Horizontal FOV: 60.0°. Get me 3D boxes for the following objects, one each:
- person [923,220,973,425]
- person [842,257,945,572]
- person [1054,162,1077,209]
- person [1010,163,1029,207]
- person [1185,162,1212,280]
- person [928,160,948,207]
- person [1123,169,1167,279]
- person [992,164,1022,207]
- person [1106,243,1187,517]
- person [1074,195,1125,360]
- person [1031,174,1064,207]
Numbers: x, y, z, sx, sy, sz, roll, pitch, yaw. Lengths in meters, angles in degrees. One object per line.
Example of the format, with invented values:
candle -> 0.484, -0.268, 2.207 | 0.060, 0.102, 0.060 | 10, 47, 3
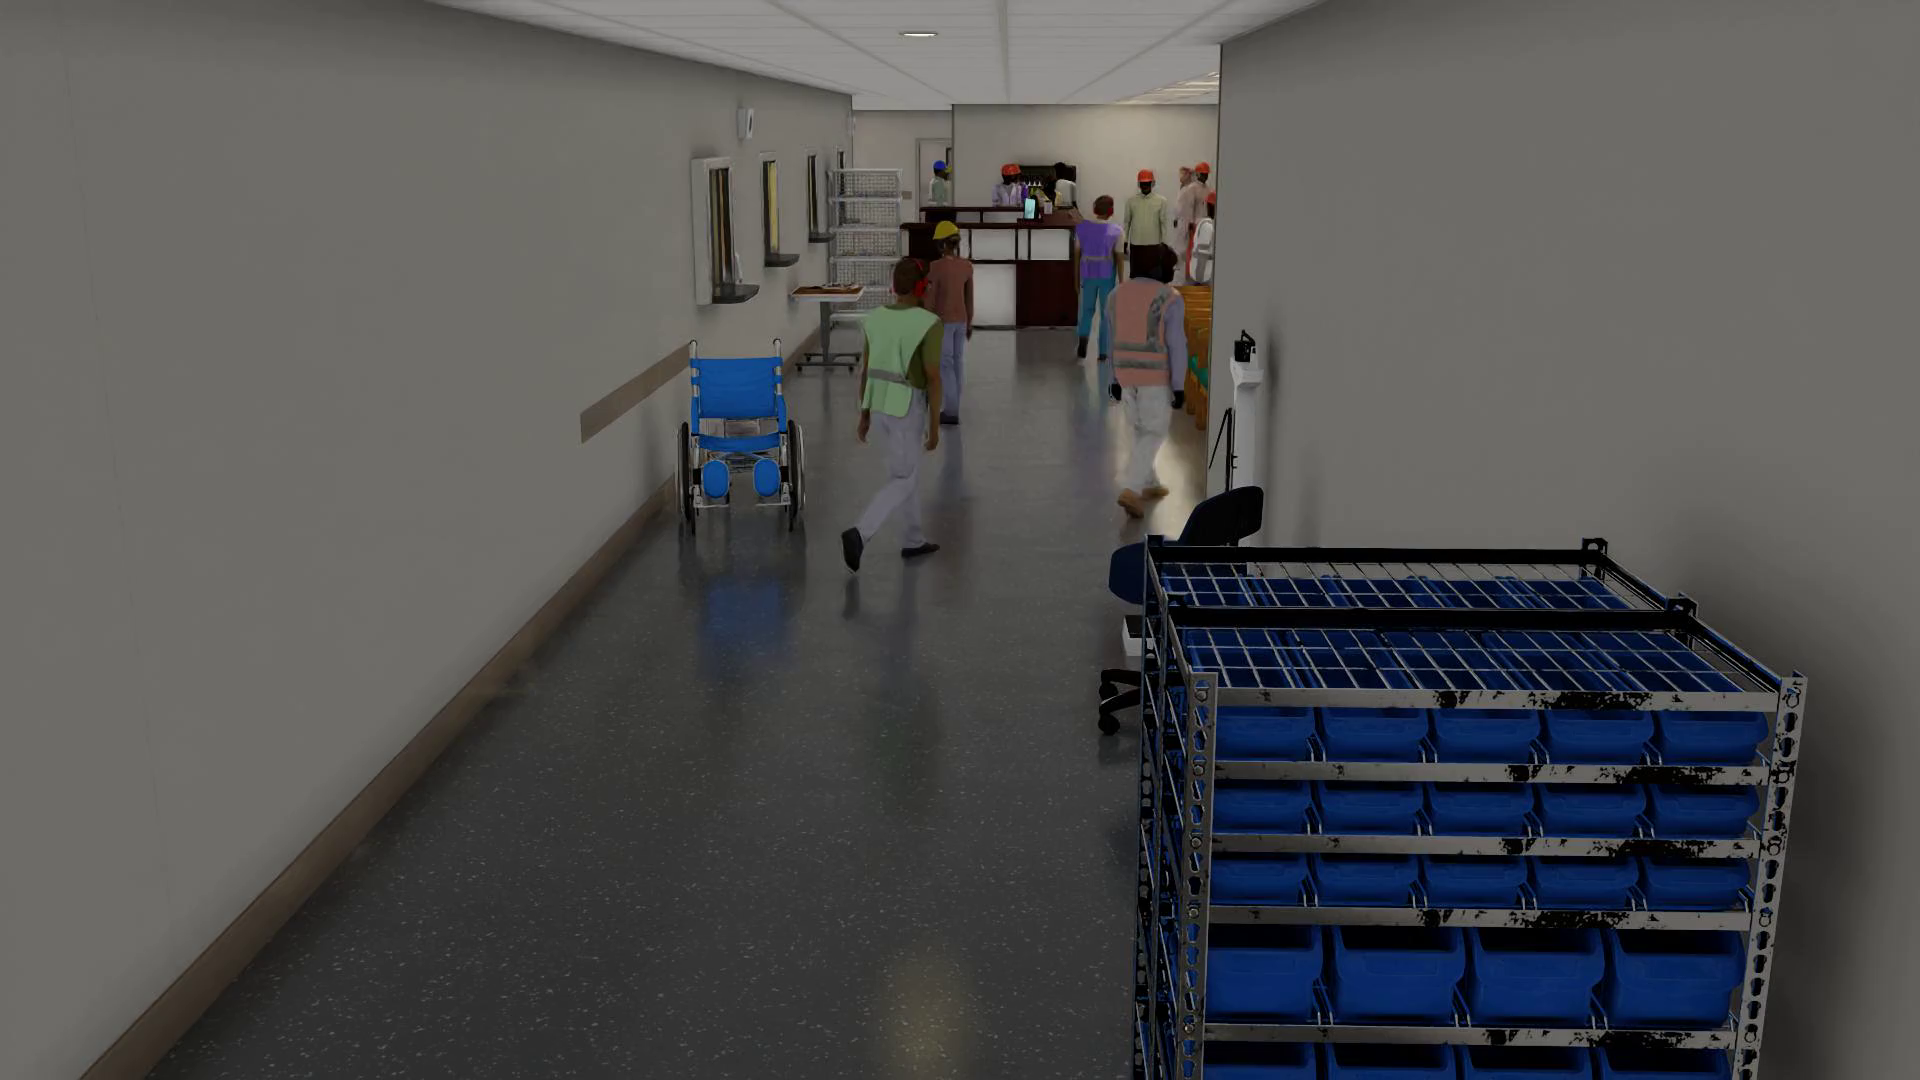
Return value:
person -> -0.118, -1.888, 14.479 | 0.372, 1.764, 0.537 | 13, 19, 42
person -> -0.407, -0.718, 9.642 | 0.586, 1.813, 0.840 | 13, 19, 42
person -> 1.827, -5.934, 30.483 | 0.647, 1.948, 0.439 | -4, 14, -17
person -> 0.975, -5.875, 30.306 | 0.542, 1.928, 0.374 | 8, 16, 31
person -> 4.084, -5.421, 28.321 | 0.396, 1.992, 0.623 | 11, 18, 39
person -> -0.416, -6.337, 32.138 | 0.384, 1.948, 0.605 | -3, 14, -13
person -> 2.584, -4.187, 23.312 | 0.622, 1.994, 0.381 | 3, 14, 10
person -> 0.849, -5.755, 29.820 | 0.543, 1.930, 0.388 | -4, 14, -15
person -> 1.226, -1.076, 11.106 | 0.642, 1.802, 0.869 | 13, 19, 43
person -> 1.523, -2.878, 18.355 | 0.584, 1.825, 0.581 | 5, 15, 20
person -> 1.427, -4.980, 26.878 | 0.630, 1.835, 0.429 | -8, 16, -28
